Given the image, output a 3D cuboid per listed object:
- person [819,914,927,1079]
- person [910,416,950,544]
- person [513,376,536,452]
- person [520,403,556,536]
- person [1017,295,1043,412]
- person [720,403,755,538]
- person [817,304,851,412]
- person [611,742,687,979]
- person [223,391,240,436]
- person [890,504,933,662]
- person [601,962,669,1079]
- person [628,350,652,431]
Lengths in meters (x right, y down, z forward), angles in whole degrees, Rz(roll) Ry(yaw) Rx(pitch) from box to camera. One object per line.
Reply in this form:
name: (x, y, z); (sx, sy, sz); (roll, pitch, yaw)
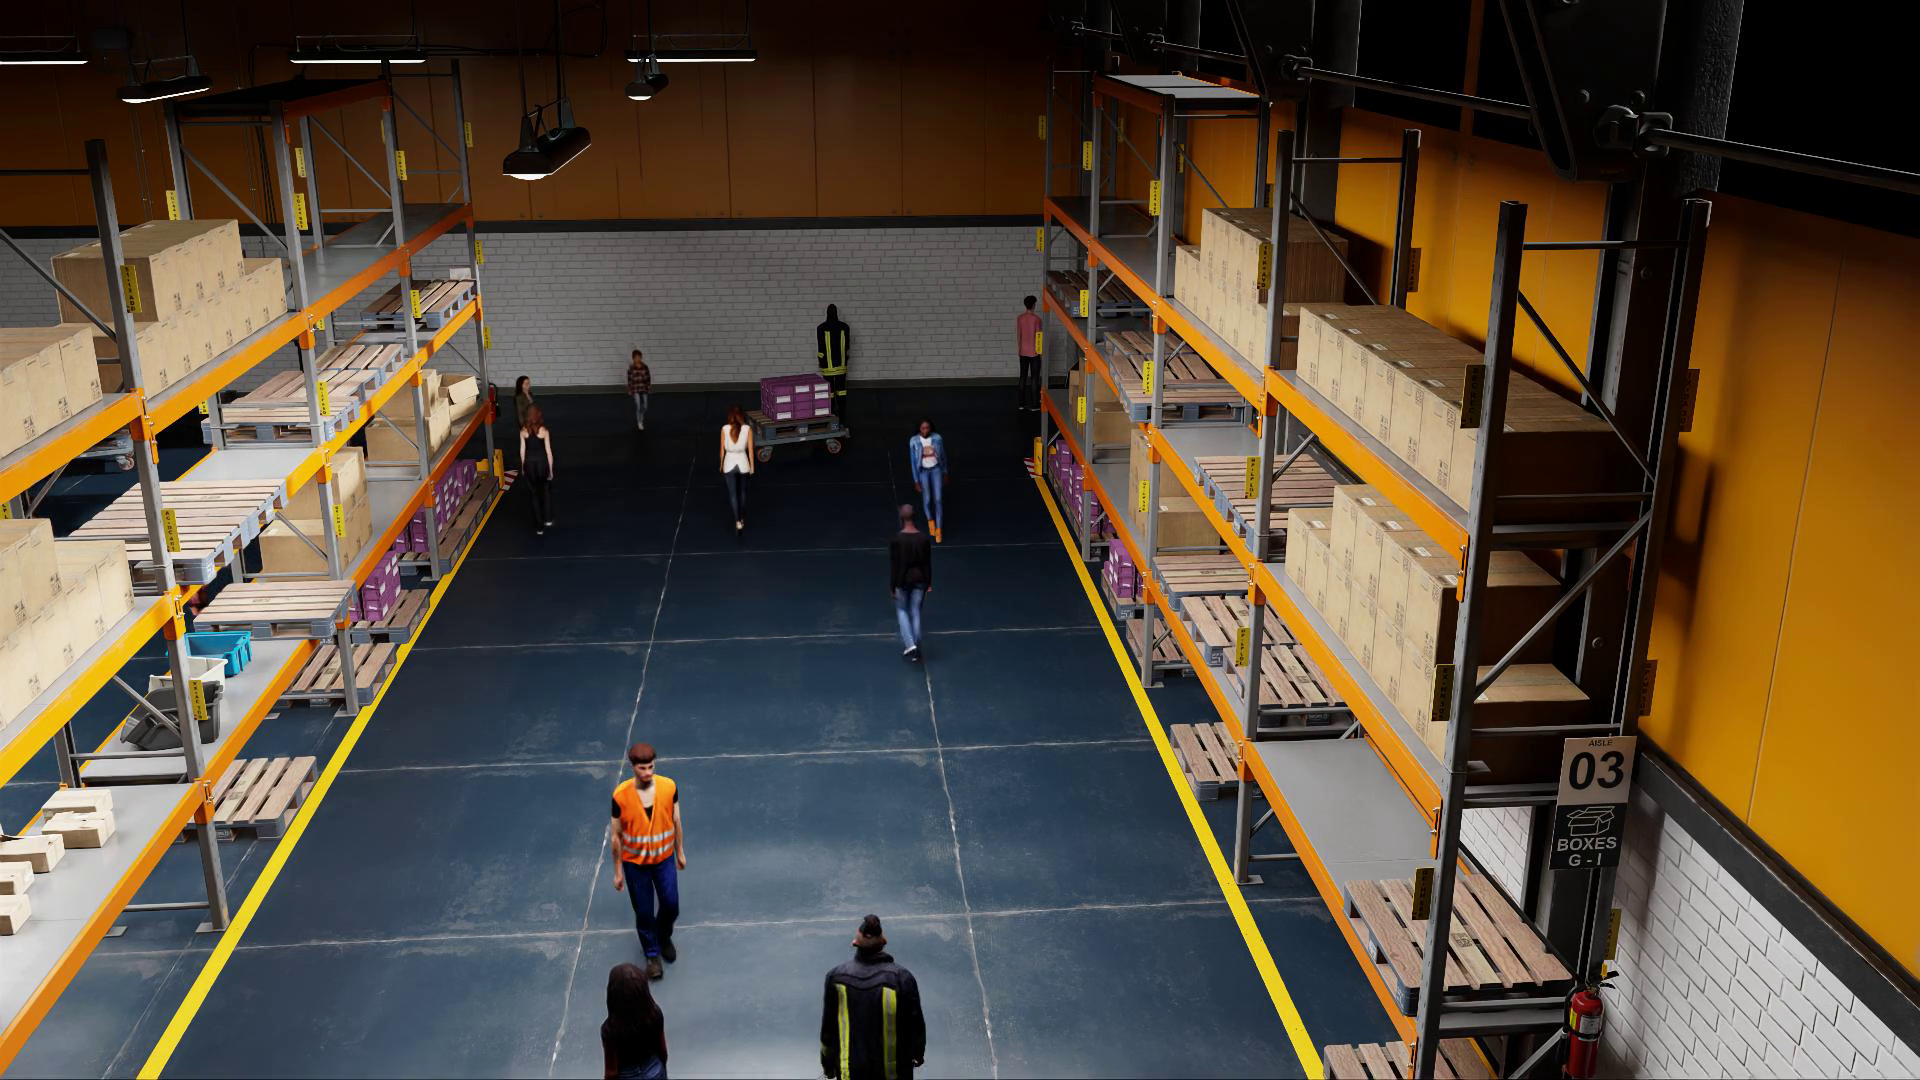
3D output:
person: (-0.532, 3.096, 9.839); (0.870, 1.854, 0.893); (3, 19, 9)
person: (-0.407, -0.842, 21.810); (0.696, 1.677, 0.996); (-2, 19, -5)
person: (-6.497, -1.728, 24.765); (0.762, 1.470, 0.647); (7, 20, 20)
person: (-5.596, -0.917, 21.959); (0.623, 1.724, 0.834); (-4, 19, -11)
person: (1.183, -3.192, 28.346); (0.715, 1.958, 0.744); (11, 22, 30)
person: (-2.934, -0.898, 21.850); (0.711, 1.758, 1.104); (-5, 19, -14)
person: (-2.158, -3.136, 28.392); (0.830, 1.822, 0.791); (-8, 20, -22)
person: (-2.297, 2.291, 12.201); (0.772, 1.871, 0.760); (-6, 19, -17)
person: (-9.736, -1.101, 22.497); (0.819, 1.730, 1.252); (-7, 20, -19)
person: (-0.523, 0.494, 17.755); (0.641, 1.734, 0.686); (-3, 19, -9)
person: (-1.854, 3.225, 9.636); (0.656, 1.739, 0.680); (-12, 22, -33)
person: (-5.269, -2.480, 27.274); (0.668, 1.293, 0.847); (-7, 20, -21)
